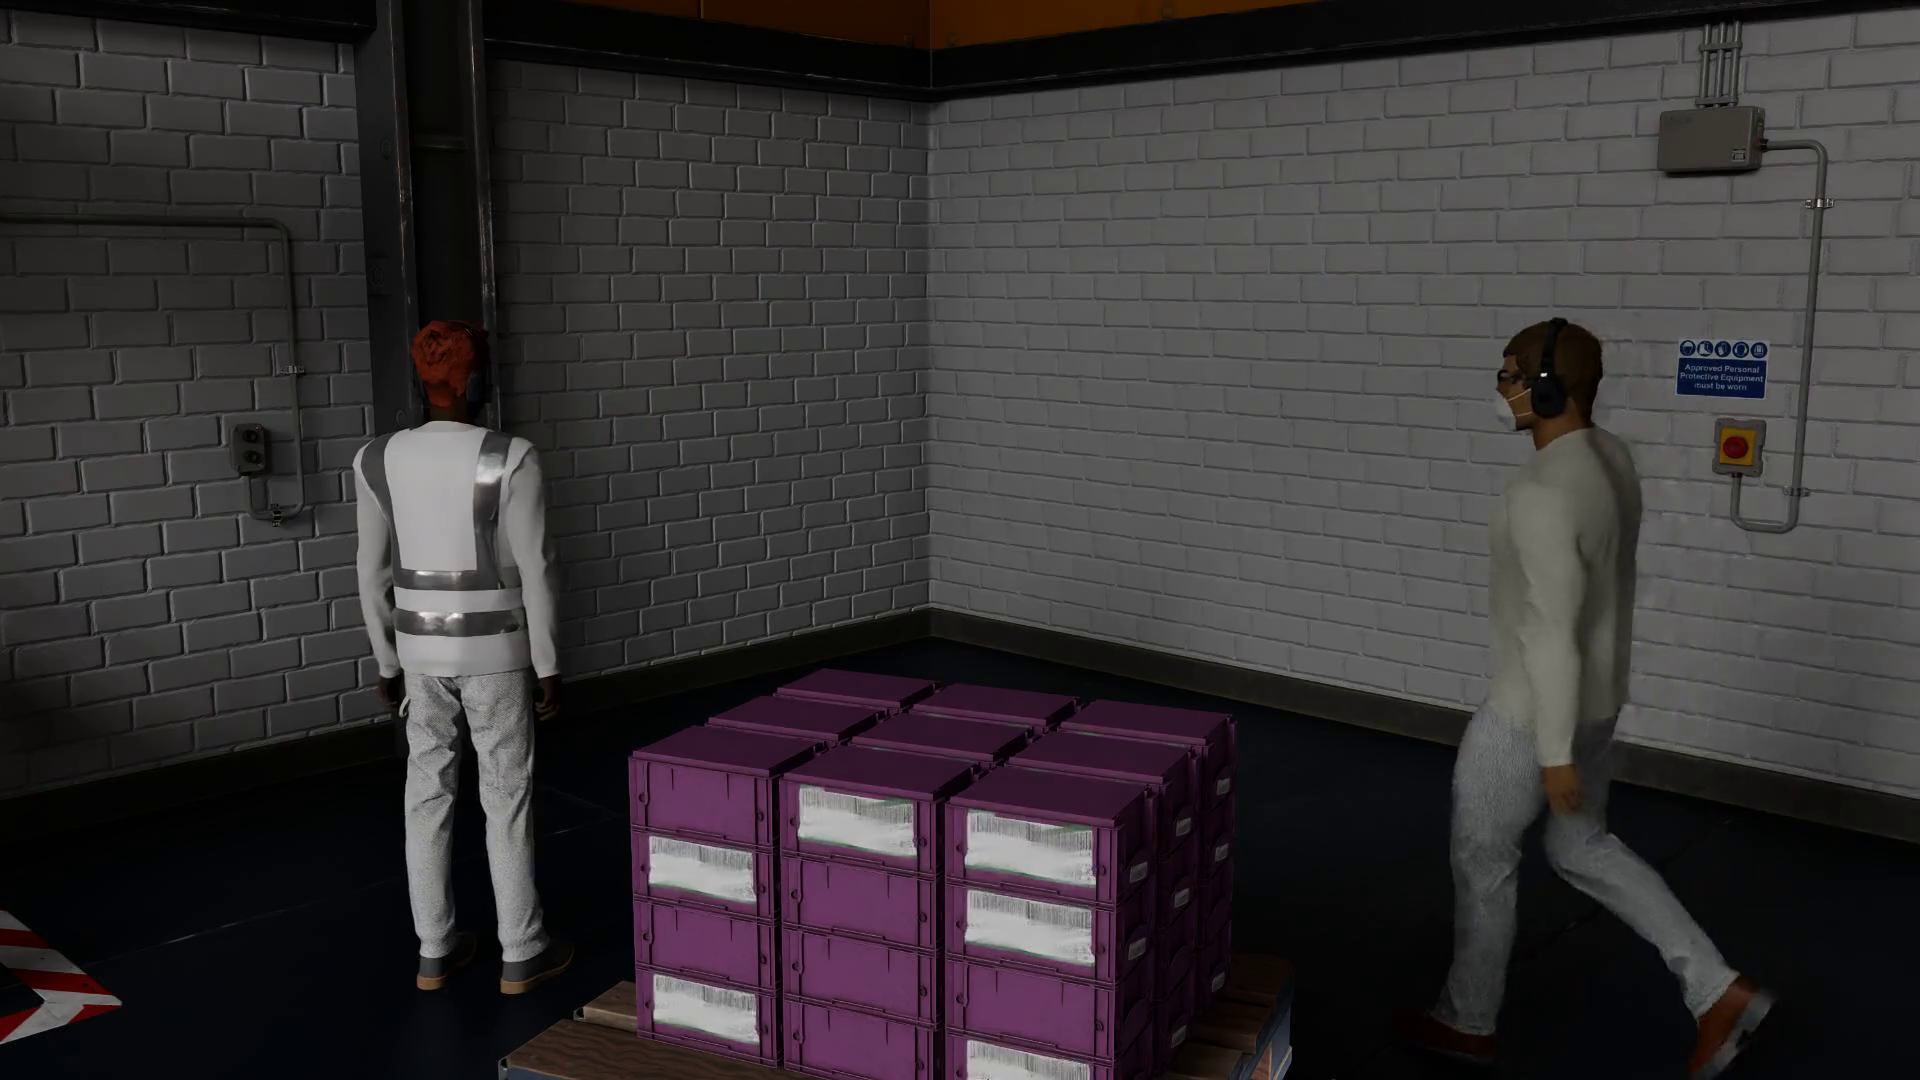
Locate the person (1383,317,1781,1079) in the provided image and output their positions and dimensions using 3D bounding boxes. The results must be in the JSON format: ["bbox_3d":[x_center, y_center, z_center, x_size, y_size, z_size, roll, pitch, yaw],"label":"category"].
[{"bbox_3d":[1.521,0.420,4.044,0.848,1.918,0.625,7,12,39],"label":"person"}]

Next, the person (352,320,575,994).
[{"bbox_3d":[-1.375,0.335,4.642,0.572,1.883,0.355,2,9,11],"label":"person"}]
